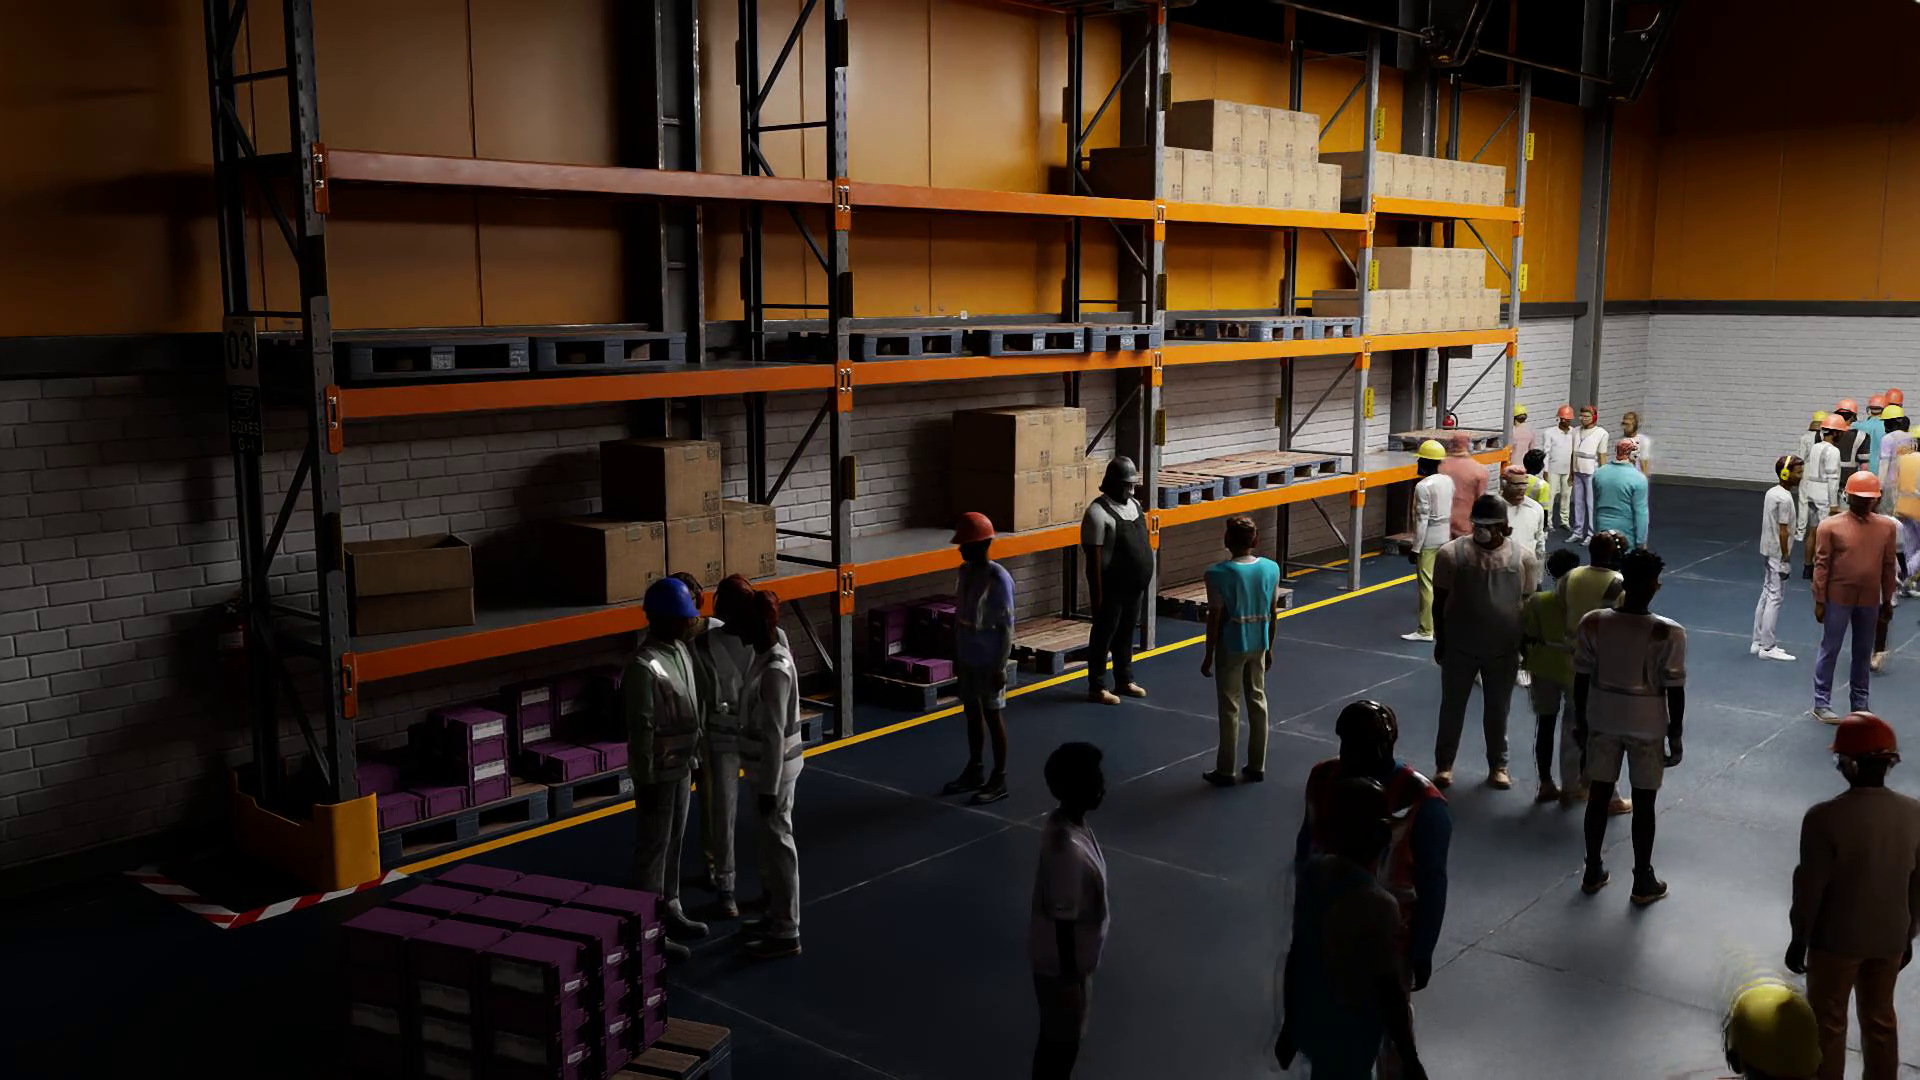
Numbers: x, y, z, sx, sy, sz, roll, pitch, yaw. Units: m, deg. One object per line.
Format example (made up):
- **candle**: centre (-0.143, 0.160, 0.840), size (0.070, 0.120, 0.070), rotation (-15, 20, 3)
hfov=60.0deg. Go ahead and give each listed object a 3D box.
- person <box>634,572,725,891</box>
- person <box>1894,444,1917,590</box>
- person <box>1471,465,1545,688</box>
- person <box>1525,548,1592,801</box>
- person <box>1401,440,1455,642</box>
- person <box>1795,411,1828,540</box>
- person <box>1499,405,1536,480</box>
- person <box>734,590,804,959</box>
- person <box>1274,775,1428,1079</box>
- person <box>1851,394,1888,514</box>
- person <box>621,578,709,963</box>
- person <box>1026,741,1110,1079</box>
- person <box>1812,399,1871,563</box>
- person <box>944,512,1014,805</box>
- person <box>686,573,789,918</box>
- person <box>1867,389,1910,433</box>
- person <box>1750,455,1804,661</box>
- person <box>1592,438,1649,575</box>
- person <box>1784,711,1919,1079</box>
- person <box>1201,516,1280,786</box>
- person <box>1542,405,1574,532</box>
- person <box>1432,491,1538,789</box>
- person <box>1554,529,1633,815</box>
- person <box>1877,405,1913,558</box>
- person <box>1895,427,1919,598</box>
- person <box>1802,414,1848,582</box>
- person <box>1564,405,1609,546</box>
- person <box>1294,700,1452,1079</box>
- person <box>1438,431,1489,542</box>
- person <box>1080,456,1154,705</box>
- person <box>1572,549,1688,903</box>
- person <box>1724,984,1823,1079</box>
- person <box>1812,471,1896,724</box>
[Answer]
- **person**: centre (-1.531, 1.070, 9.351), size (0.567, 1.838, 0.386), rotation (-1, 9, -10)
- **person**: centre (10.535, -0.252, 18.546), size (0.496, 1.626, 0.288), rotation (-9, 12, -44)
- **person**: centre (4.624, 0.313, 14.020), size (0.645, 1.900, 0.399), rotation (-1, 9, -8)
- **person**: centre (4.044, 0.879, 11.079), size (0.543, 1.670, 0.680), rotation (9, 12, 44)
- **person**: centre (4.473, 0.011, 15.858), size (0.355, 1.930, 0.589), rotation (8, 12, 42)
- **person**: centre (11.329, -0.843, 22.023), size (0.491, 1.729, 0.324), rotation (2, 9, 11)
- **person**: centre (7.565, -0.954, 22.610), size (0.524, 1.769, 0.326), rotation (-3, 9, -20)
- **person**: centre (-0.971, 1.180, 8.490), size (0.339, 1.882, 0.578), rotation (-2, 9, -11)
- **person**: centre (1.229, 1.681, 5.555), size (0.869, 1.804, 0.496), rotation (-2, 9, -12)
- **person**: centre (11.730, -0.873, 21.351), size (0.611, 1.996, 0.375), rotation (8, 12, 41)
- **person**: centre (-1.494, 1.149, 8.469), size (0.403, 1.943, 0.616), rotation (2, 9, 10)
- **person**: centre (0.414, 1.597, 6.389), size (0.319, 1.695, 0.537), rotation (0, 9, 3)
- **person**: centre (10.605, -0.688, 20.063), size (0.612, 2.031, 0.403), rotation (5, 10, 29)
- **person**: centre (0.111, 0.771, 10.945), size (0.376, 1.932, 0.552), rotation (-6, 11, -34)
- **person**: centre (-1.188, 1.103, 8.992), size (0.589, 1.876, 0.359), rotation (-3, 9, -18)
- **person**: centre (12.584, -1.062, 22.592), size (0.609, 1.988, 0.392), rotation (-1, 9, -4)
- **person**: centre (7.452, 0.157, 15.134), size (0.312, 1.864, 0.535), rotation (2, 9, 11)
- **person**: centre (6.554, -0.069, 16.490), size (0.399, 1.900, 0.644), rotation (-5, 10, -27)
- **person**: centre (3.531, 1.541, 6.594), size (0.564, 1.745, 0.350), rotation (-2, 9, -12)
- **person**: centre (1.907, 0.758, 11.316), size (0.565, 1.846, 0.390), rotation (-4, 10, -24)
- **person**: centre (8.272, -0.982, 22.857), size (0.564, 1.745, 0.348), rotation (-1, 9, -7)
- **person**: centre (3.539, 0.673, 11.238), size (0.682, 2.000, 0.536), rotation (2, 9, 12)
- **person**: centre (4.142, 0.844, 10.777), size (0.430, 1.843, 0.625), rotation (-5, 10, -30)
- **person**: centre (11.494, -0.709, 20.562), size (0.592, 1.915, 0.391), rotation (-6, 11, -35)
- **person**: centre (10.334, -0.304, 17.934), size (0.413, 1.910, 0.600), rotation (-2, 9, -11)
- **person**: centre (9.893, -0.471, 19.002), size (0.392, 1.926, 0.550), rotation (1, 9, 3)
- **person**: centre (8.180, -0.841, 21.671), size (0.393, 1.836, 0.559), rotation (-4, 10, -24)
- **person**: centre (1.550, 1.517, 6.434), size (0.429, 1.841, 0.633), rotation (-8, 12, -44)
- **person**: centre (5.169, -0.185, 17.286), size (0.657, 1.882, 0.516), rotation (7, 11, 37)
- **person**: centre (1.312, 0.315, 13.546), size (0.535, 2.000, 0.683), rotation (7, 11, 40)
- **person**: centre (3.714, 1.024, 9.240), size (0.613, 1.955, 0.362), rotation (8, 12, 41)
- **person**: centre (1.960, 1.939, 4.071), size (0.531, 1.723, 0.880), rotation (1, 9, 10)
- **person**: centre (6.919, 0.449, 12.871), size (0.614, 1.987, 0.408), rotation (0, 9, 0)
